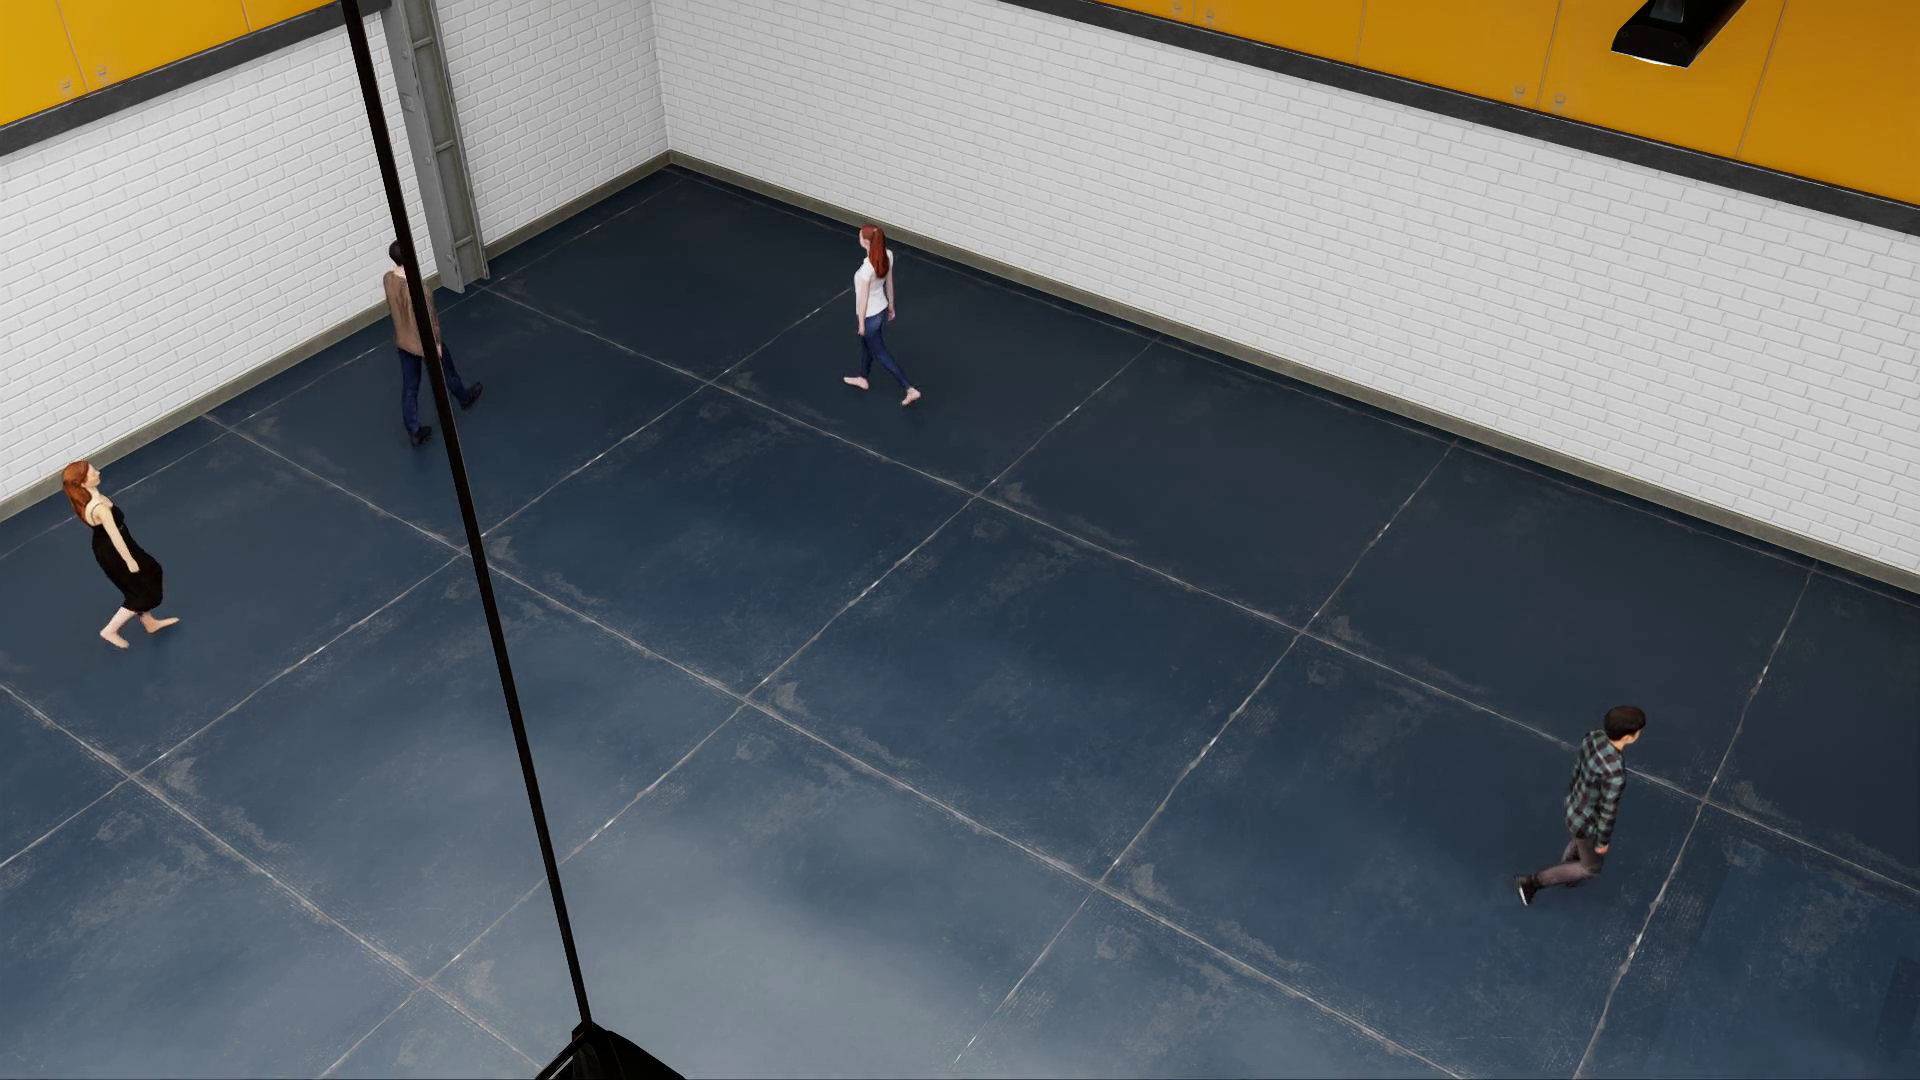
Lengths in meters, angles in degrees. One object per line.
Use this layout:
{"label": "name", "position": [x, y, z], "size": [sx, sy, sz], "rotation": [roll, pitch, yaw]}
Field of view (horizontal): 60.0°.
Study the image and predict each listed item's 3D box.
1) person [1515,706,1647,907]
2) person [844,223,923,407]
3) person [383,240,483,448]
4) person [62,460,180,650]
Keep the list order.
{"label": "person", "position": [3.806, 1.675, 10.253], "size": [0.935, 1.703, 0.927], "rotation": [2, 39, 2]}
{"label": "person", "position": [-0.674, -1.938, 14.567], "size": [0.670, 1.710, 1.053], "rotation": [21, 43, 24]}
{"label": "person", "position": [-4.635, -1.634, 14.089], "size": [0.869, 1.831, 1.222], "rotation": [13, 40, 15]}
{"label": "person", "position": [-6.189, 0.133, 12.048], "size": [0.830, 1.616, 0.672], "rotation": [-29, 47, -32]}
